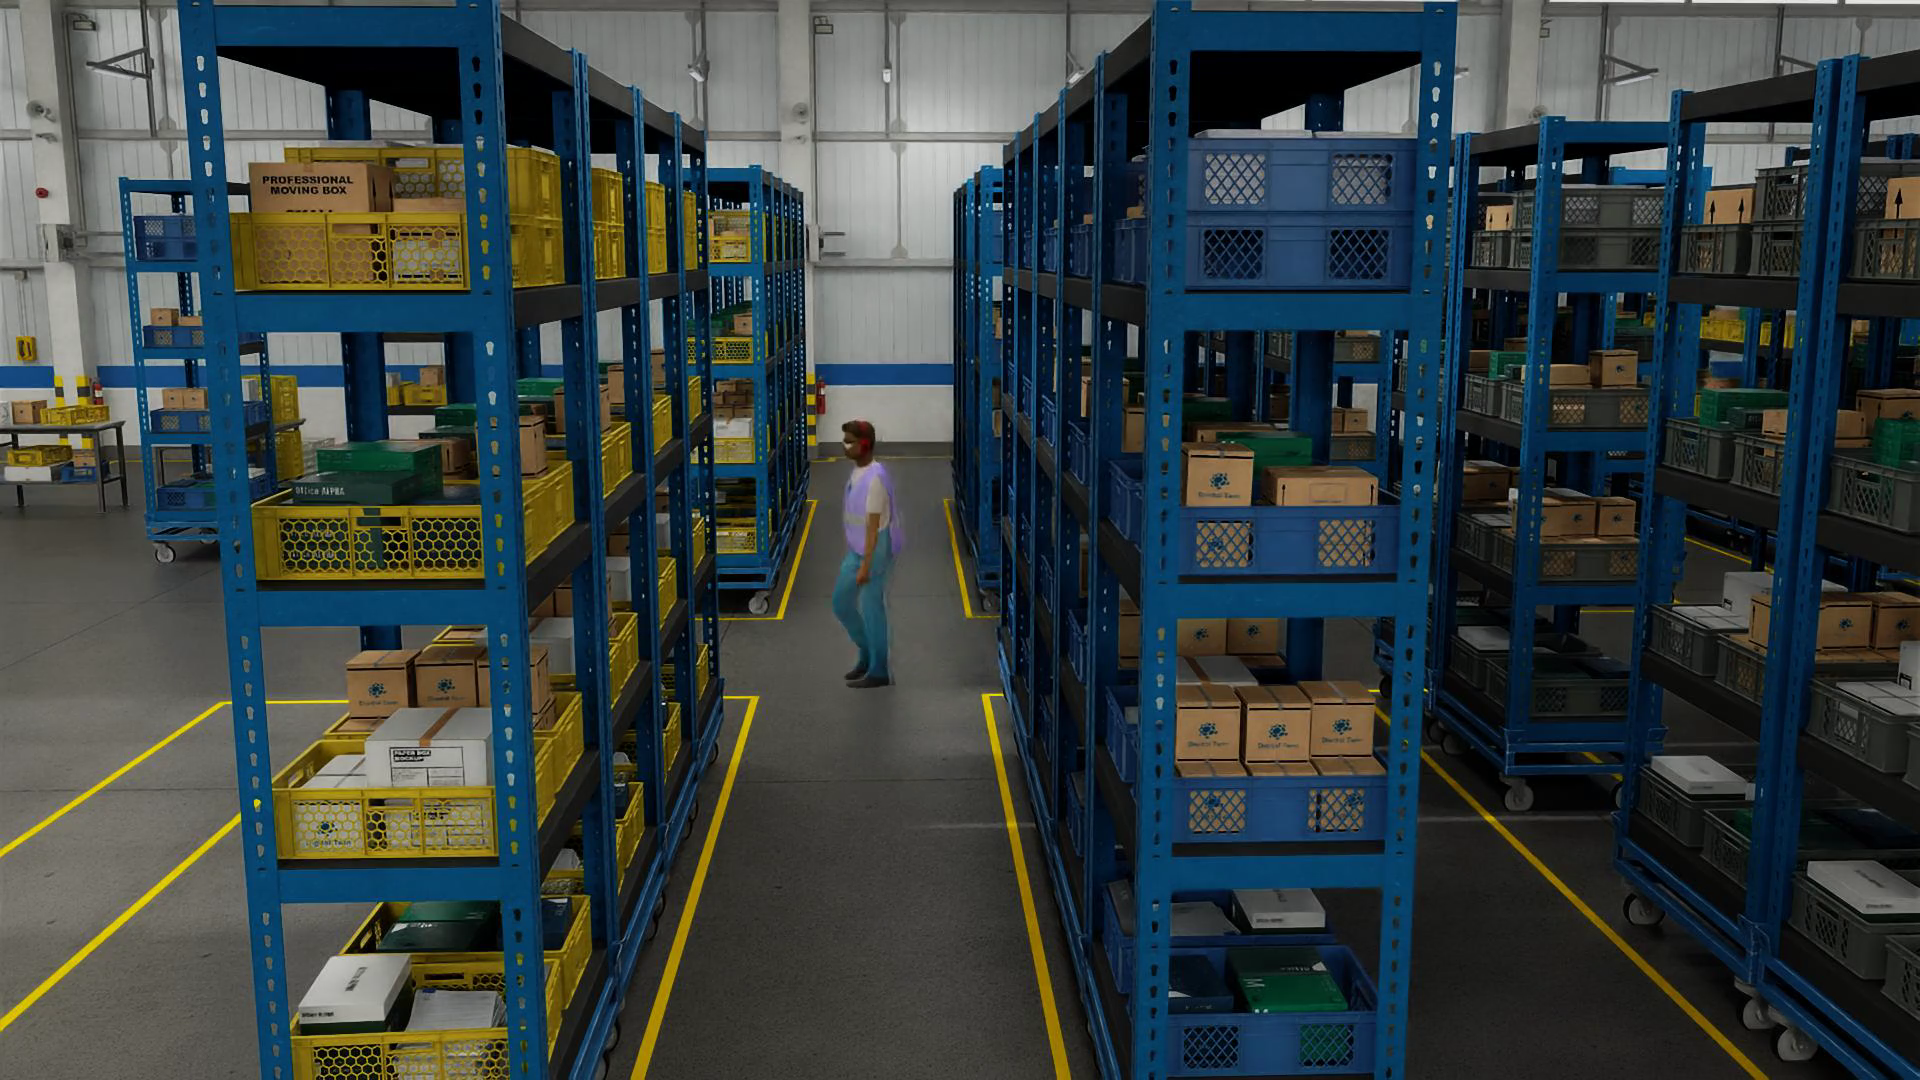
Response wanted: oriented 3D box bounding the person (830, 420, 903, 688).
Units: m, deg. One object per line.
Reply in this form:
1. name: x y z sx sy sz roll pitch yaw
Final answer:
1. person: -0.634 0.107 11.189 0.461 1.829 0.563 -4 11 -21
